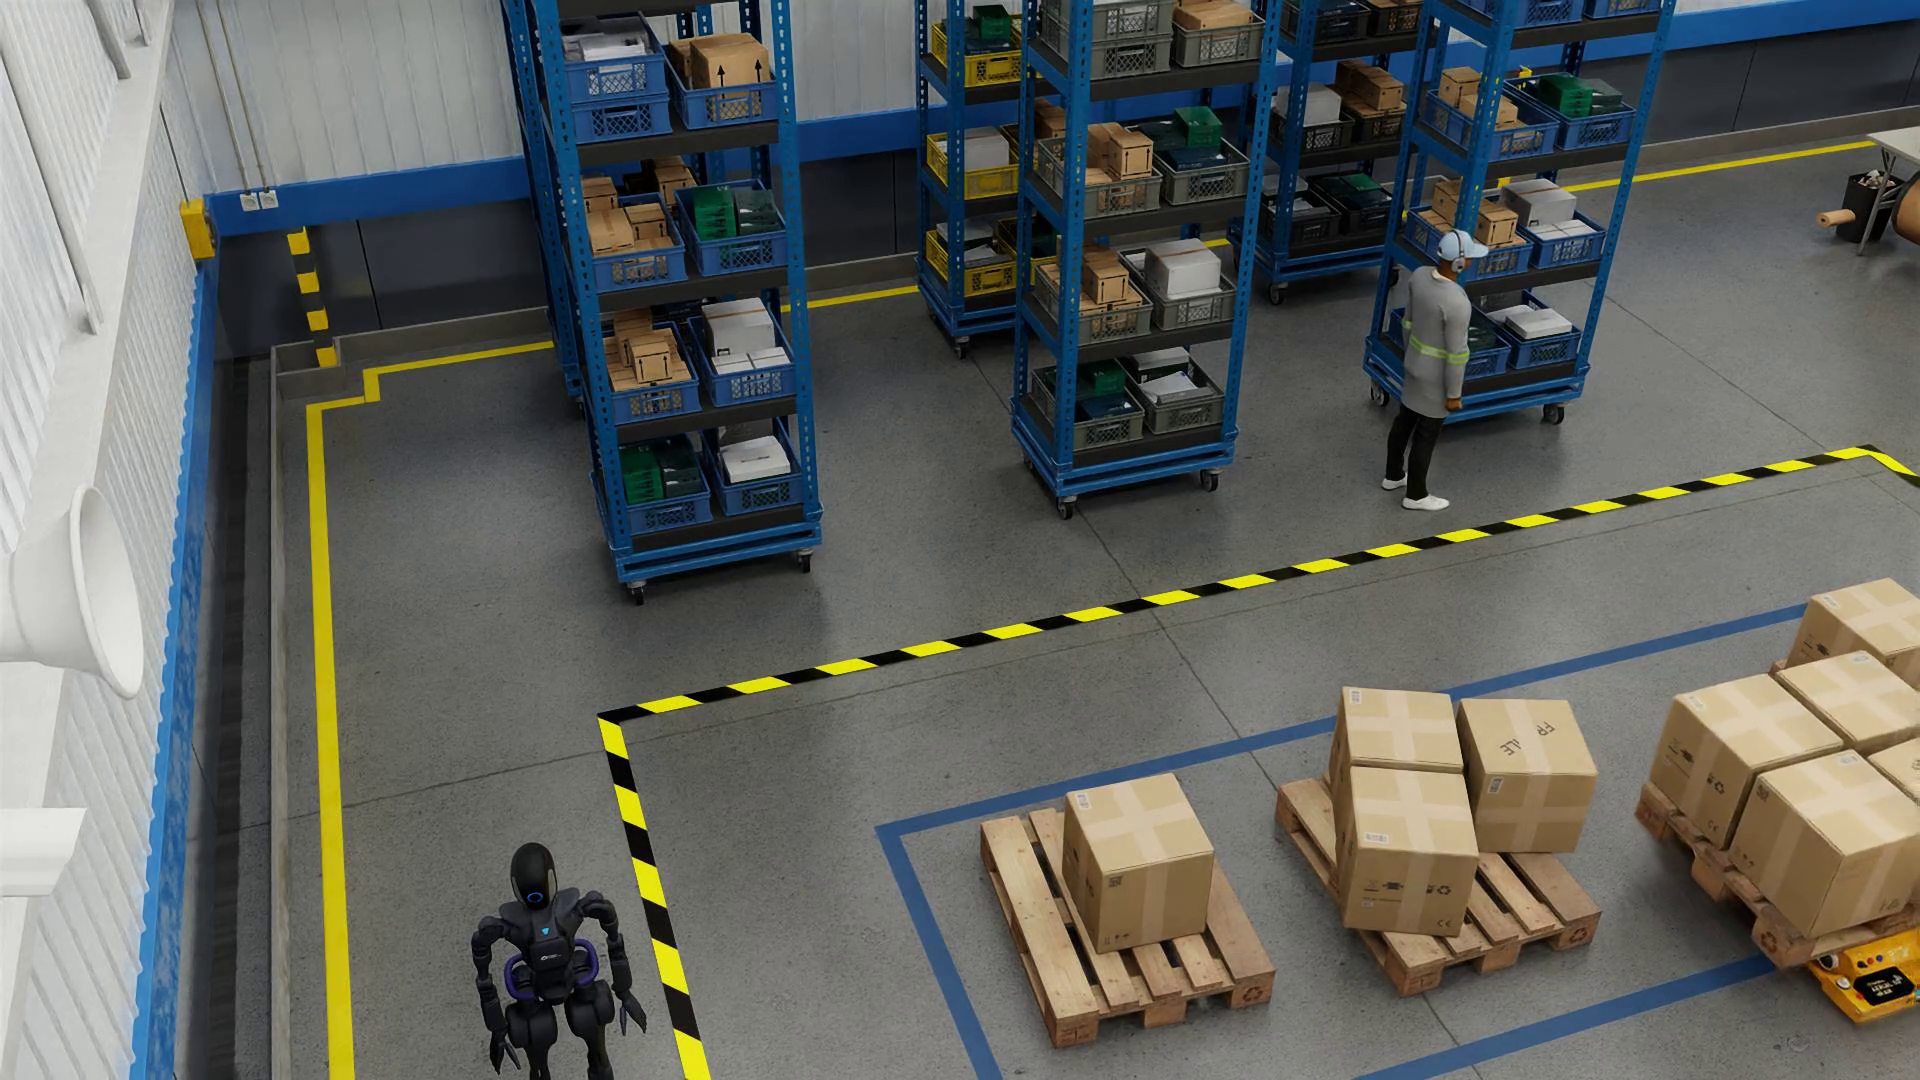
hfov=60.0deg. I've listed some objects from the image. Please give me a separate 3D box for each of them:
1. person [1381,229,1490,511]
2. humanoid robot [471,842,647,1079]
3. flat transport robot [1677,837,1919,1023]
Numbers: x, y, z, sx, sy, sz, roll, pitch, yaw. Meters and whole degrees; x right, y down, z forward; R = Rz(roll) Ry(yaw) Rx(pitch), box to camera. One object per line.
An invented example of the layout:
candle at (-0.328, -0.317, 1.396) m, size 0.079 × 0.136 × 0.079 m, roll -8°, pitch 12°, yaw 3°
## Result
person at (2.898, -1.035, 10.149) m, size 0.384 × 1.852 × 0.588 m, roll -11°, pitch 37°, yaw -15°
humanoid robot at (-1.511, 1.766, 6.317) m, size 0.599 × 1.657 × 0.315 m, roll -12°, pitch 37°, yaw -17°
flat transport robot at (3.967, 1.576, 7.797) m, size 0.652 × 0.197 × 1.431 m, roll -11°, pitch 37°, yaw -15°
